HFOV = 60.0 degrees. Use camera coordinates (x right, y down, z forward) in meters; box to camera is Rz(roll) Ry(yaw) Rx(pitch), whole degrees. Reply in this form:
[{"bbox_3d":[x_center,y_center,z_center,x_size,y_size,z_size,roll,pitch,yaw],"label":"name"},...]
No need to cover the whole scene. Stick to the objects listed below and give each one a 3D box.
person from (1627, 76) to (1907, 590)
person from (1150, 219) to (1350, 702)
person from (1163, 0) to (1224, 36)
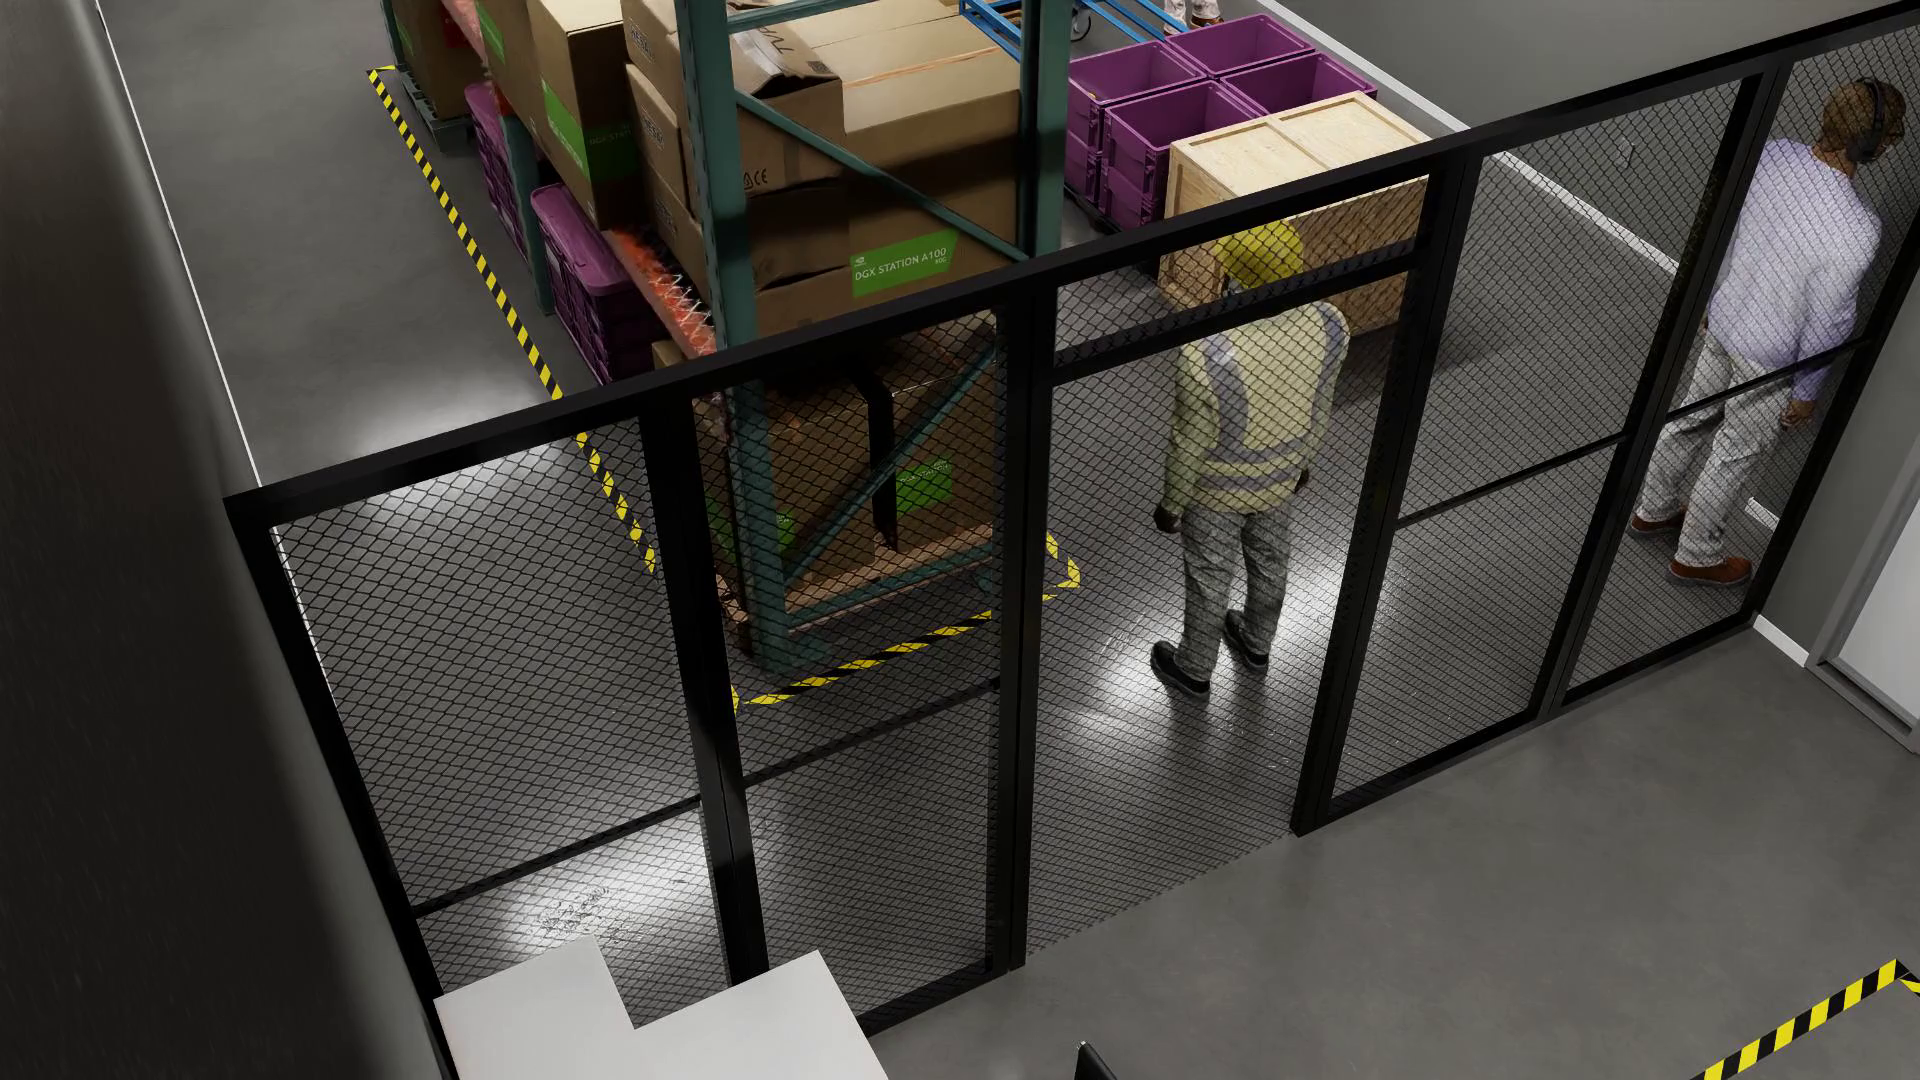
[{"bbox_3d":[2.740,-0.675,5.684,0.355,1.937,0.635,-8,43,-9],"label":"person"},{"bbox_3d":[0.876,-0.228,5.269,0.591,1.836,0.404,-18,45,-19],"label":"person"},{"bbox_3d":[1.345,-3.571,8.811,0.620,1.994,0.381,-34,52,-31],"label":"person"}]
